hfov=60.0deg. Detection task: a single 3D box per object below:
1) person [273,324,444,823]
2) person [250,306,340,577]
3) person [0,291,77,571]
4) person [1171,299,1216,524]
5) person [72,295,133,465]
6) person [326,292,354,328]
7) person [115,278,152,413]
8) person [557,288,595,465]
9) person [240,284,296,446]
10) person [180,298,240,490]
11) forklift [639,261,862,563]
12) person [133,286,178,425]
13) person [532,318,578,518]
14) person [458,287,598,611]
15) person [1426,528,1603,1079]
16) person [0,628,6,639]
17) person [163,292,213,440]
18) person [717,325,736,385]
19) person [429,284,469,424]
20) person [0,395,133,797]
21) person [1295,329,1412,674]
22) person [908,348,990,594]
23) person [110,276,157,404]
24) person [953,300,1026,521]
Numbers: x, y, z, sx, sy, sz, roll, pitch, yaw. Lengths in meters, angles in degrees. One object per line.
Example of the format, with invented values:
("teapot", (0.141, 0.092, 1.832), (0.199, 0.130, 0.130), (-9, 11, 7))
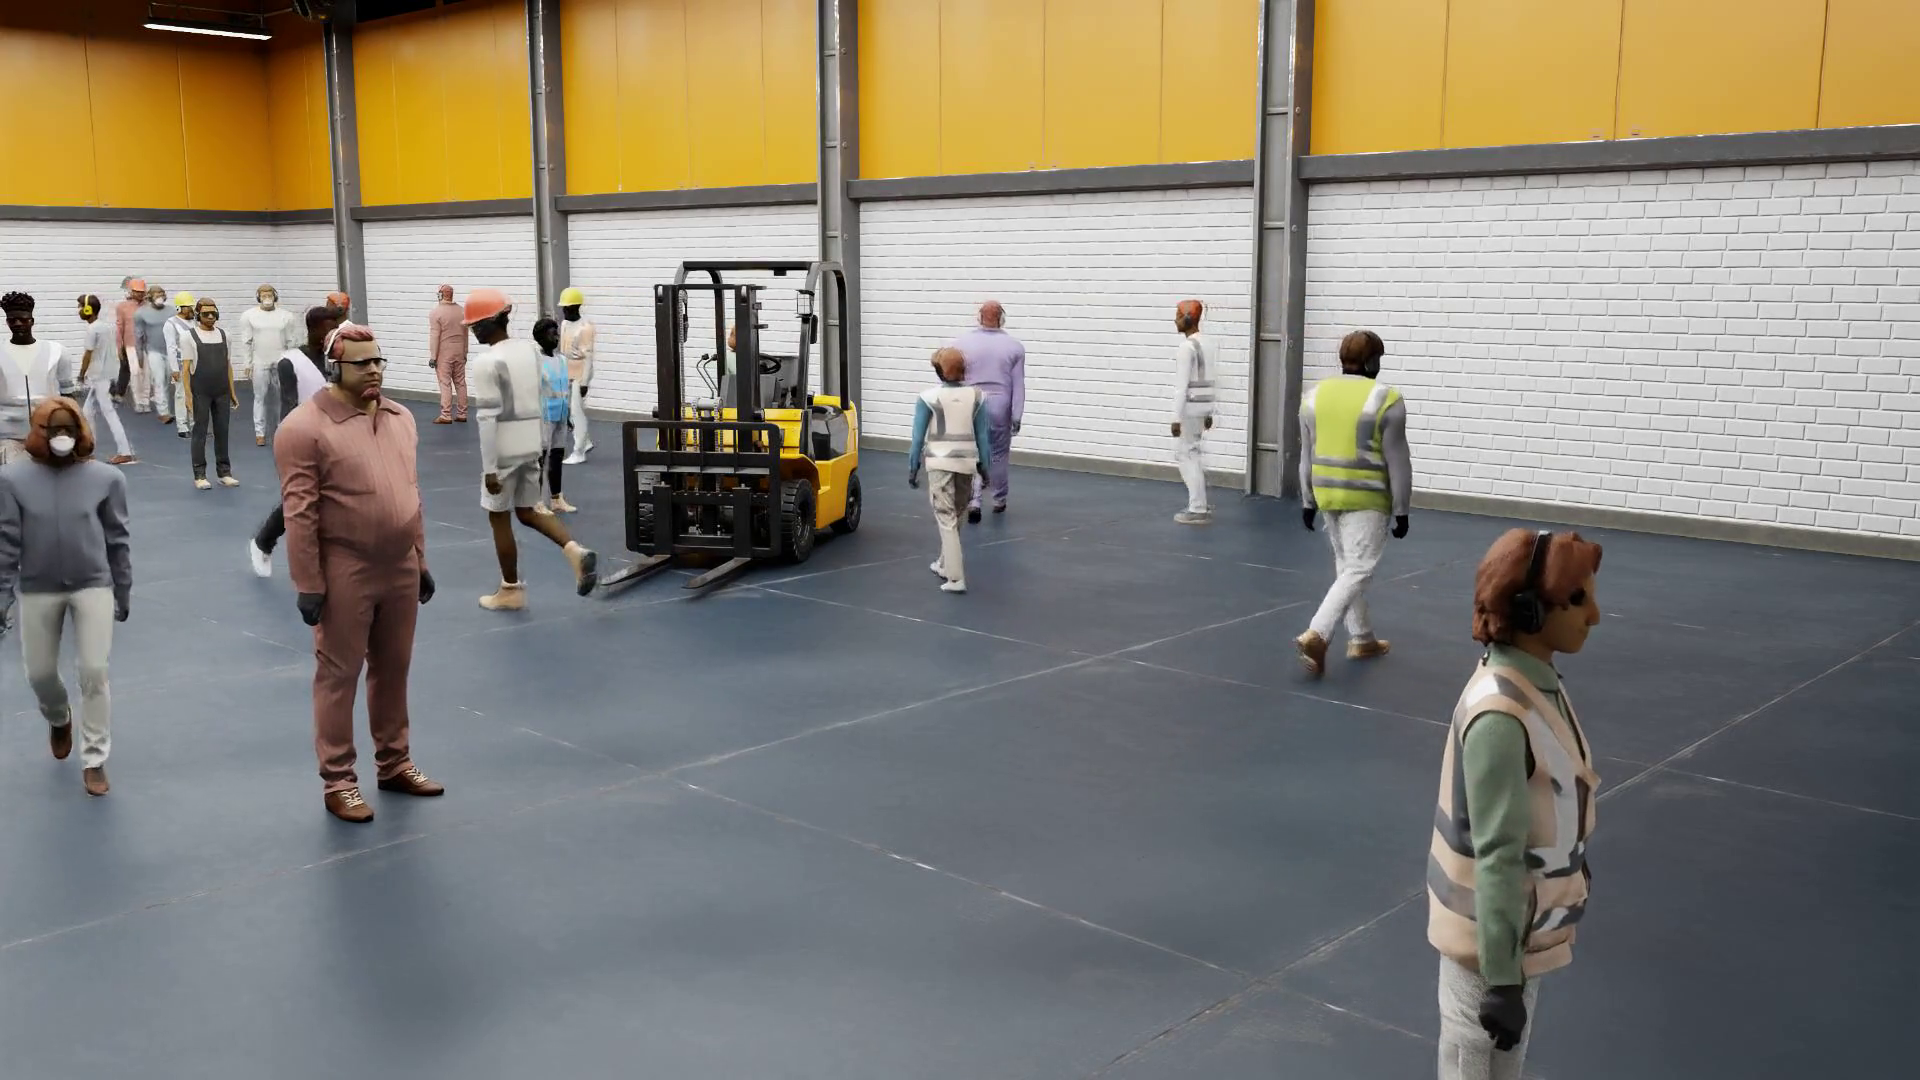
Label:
("person", (-2.311, 0.120, 6.489), (0.409, 1.906, 0.651), (5, 10, 28))
("person", (-4.440, -0.646, 11.290), (0.863, 1.879, 0.626), (4, 10, 22))
("person", (-6.561, -0.766, 11.733), (0.614, 1.964, 0.361), (-6, 11, -31))
("person", (1.903, -1.056, 13.808), (0.454, 1.866, 0.622), (5, 10, 27))
("person", (-9.402, -1.707, 17.909), (0.863, 1.836, 0.541), (-3, 10, -15))
("person", (-6.220, -1.557, 16.844), (0.357, 1.881, 0.574), (-6, 11, -32))
("person", (-11.958, -2.829, 24.323), (0.634, 1.972, 0.722), (-7, 12, -37))
("person", (-4.209, -1.783, 18.116), (0.434, 1.915, 0.649), (-8, 12, -41))
("person", (-8.291, -2.100, 19.998), (0.627, 1.940, 0.370), (-6, 11, -31))
("person", (-7.242, -1.413, 16.074), (0.327, 1.843, 0.516), (7, 12, 37))
("forklift", (-1.552, -1.040, 12.721), (1.214, 2.155, 2.313), (2, 9, 11))
("person", (-10.916, -2.527, 22.790), (0.637, 1.886, 0.985), (-9, 13, -44))
("person", (-3.518, -1.044, 14.256), (0.318, 1.700, 0.535), (5, 10, 27))
("person", (-2.650, -0.526, 10.139), (0.748, 2.004, 0.672), (4, 10, 23))
("person", (1.056, 0.787, 3.222), (0.310, 1.636, 0.522), (4, 10, 23))
("person", (-5.686, -0.256, 9.096), (0.606, 1.817, 0.676), (7, 12, 37))
("person", (-9.620, -2.169, 20.748), (0.404, 1.833, 0.589), (2, 10, 13))
("person", (-2.016, -1.189, 15.350), (0.507, 1.631, 0.273), (-9, 13, -44))
("person", (-7.035, -2.547, 22.842), (0.408, 1.908, 0.643), (6, 11, 31))
("person", (-3.668, 0.205, 6.828), (0.514, 1.616, 0.610), (-5, 10, -27))
("person", (2.057, -0.204, 8.776), (0.880, 1.812, 0.635), (-8, 12, -40))
("person", (-0.097, -0.472, 11.067), (0.538, 1.596, 0.784), (-5, 10, -27))
("person", (-13.038, -3.173, 26.268), (0.681, 2.000, 1.023), (2, 10, 14))
("person", (0.235, -1.108, 14.145), (0.635, 1.869, 0.974), (0, 9, 2))
